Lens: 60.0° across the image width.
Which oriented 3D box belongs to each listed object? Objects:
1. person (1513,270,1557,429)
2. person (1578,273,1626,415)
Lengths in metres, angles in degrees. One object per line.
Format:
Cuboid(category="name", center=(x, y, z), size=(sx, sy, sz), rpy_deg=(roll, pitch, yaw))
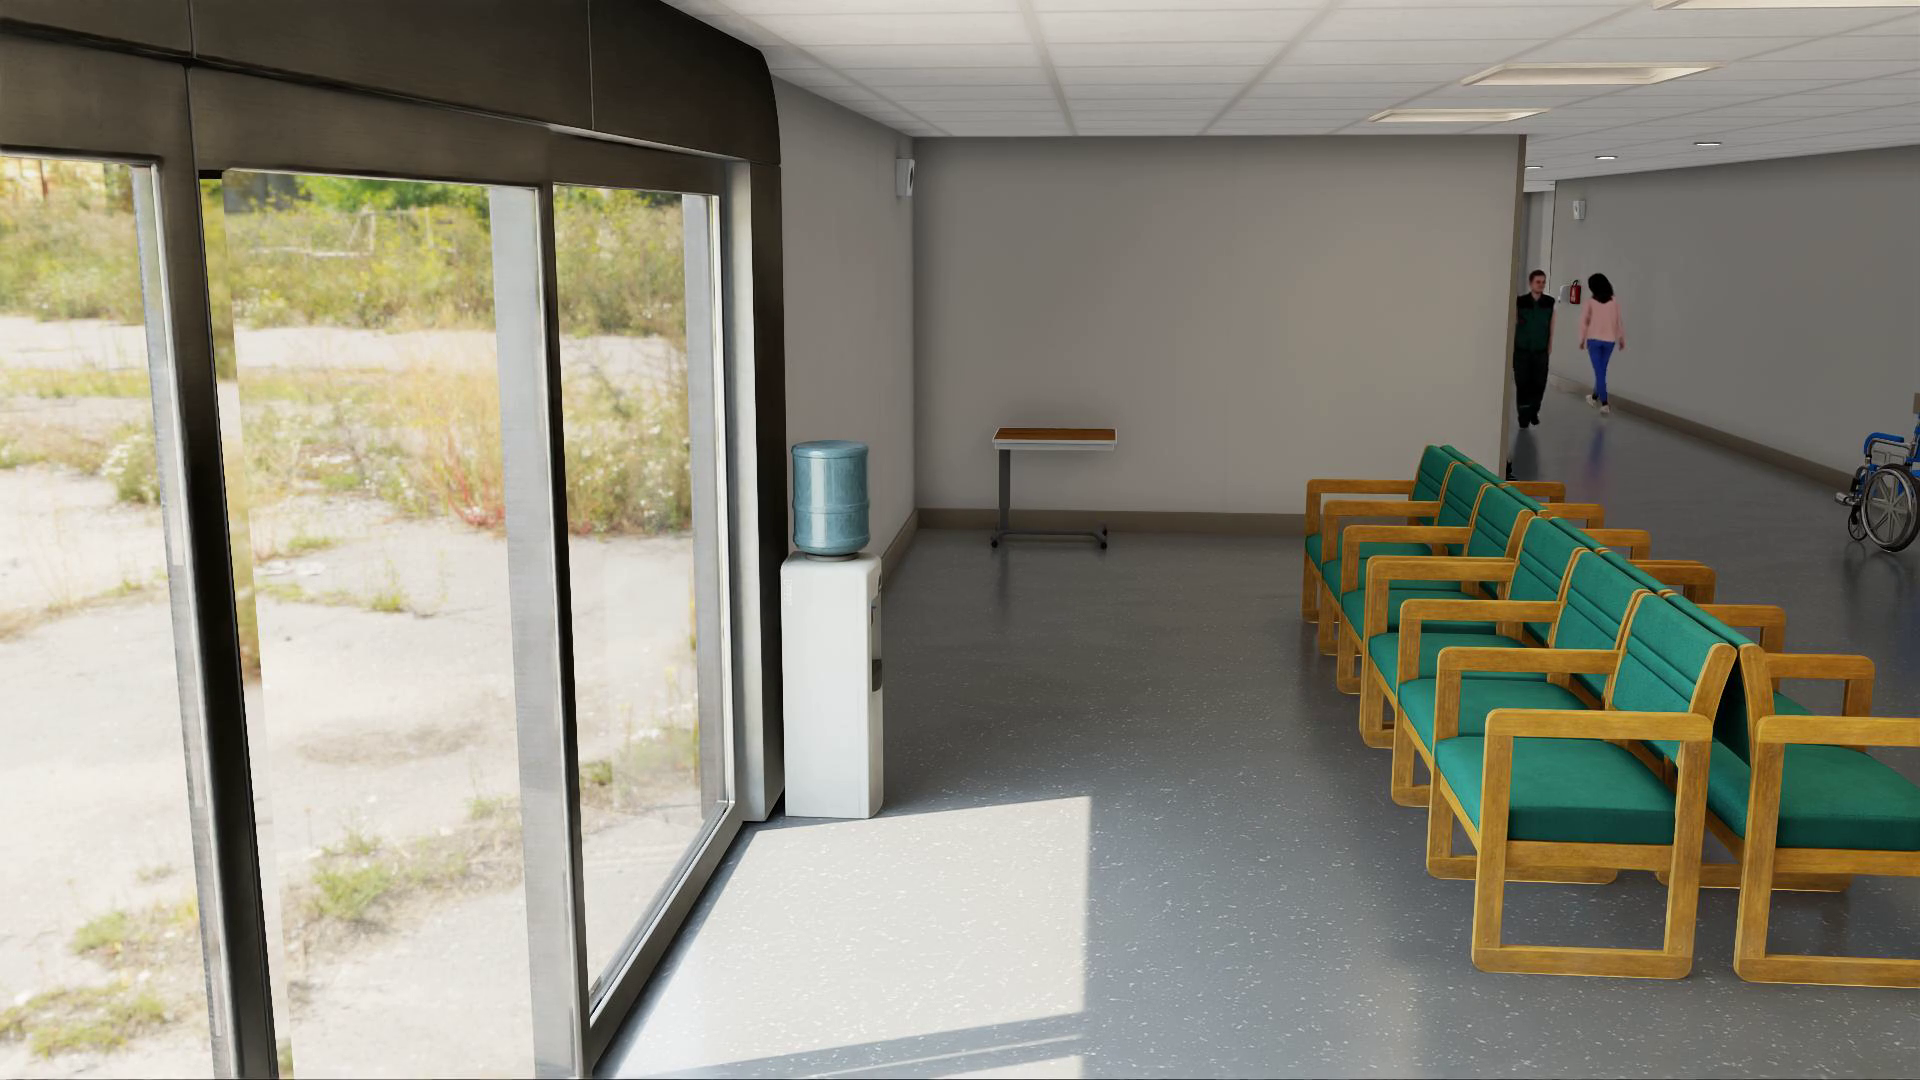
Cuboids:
Cuboid(category="person", center=(6.616, -2.210, 19.298), size=(0.645, 1.831, 0.747), rpy_deg=(2, 11, 12))
Cuboid(category="person", center=(7.967, -2.402, 20.629), size=(1.021, 1.711, 0.778), rpy_deg=(1, 11, 5))
